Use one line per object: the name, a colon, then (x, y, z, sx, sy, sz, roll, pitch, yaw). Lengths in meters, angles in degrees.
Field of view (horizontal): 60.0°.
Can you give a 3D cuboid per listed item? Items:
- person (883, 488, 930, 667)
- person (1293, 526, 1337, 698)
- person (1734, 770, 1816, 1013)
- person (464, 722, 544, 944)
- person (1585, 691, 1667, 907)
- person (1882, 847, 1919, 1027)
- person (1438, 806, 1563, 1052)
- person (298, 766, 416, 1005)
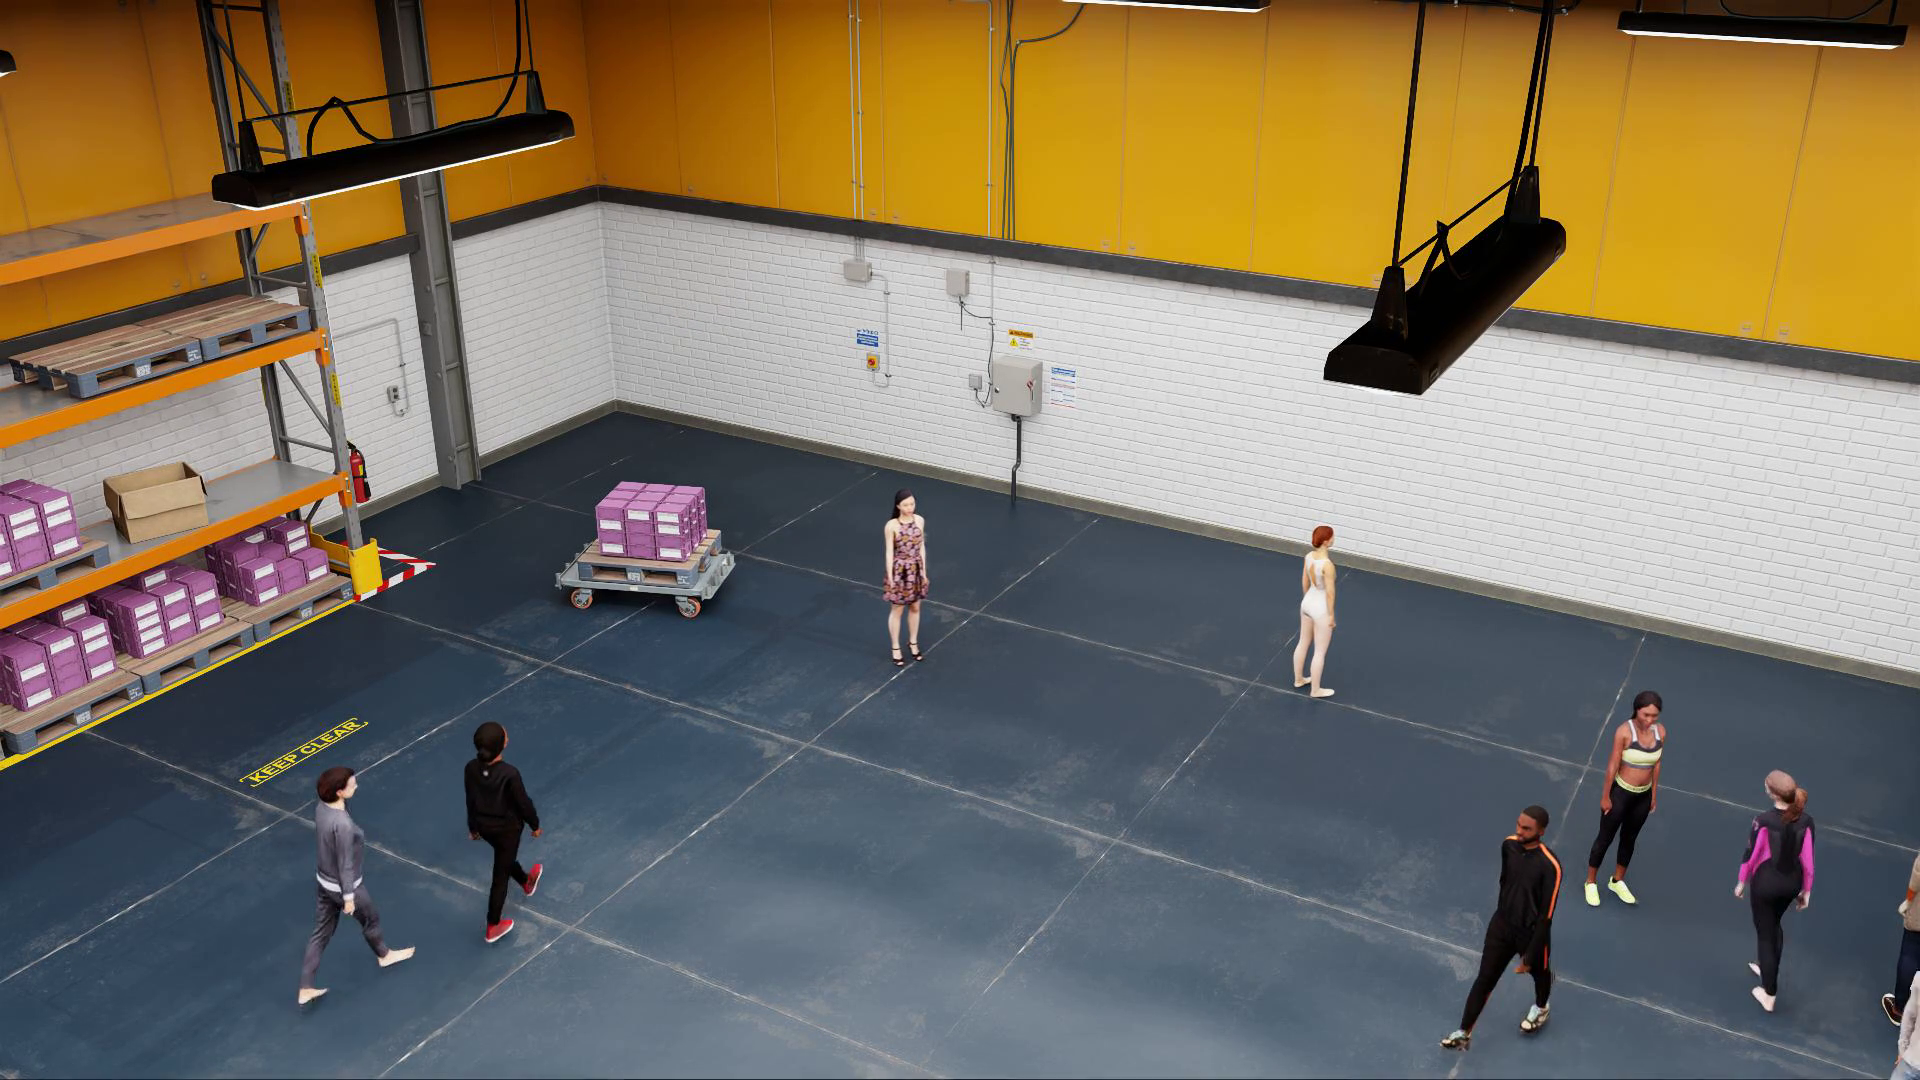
person: (-0.506, 0.344, 15.540, 0.752, 1.775, 0.843, -15, 28, -31)
person: (3.225, 0.631, 15.045, 0.646, 1.643, 0.622, -11, 26, -23)
person: (5.439, 2.345, 11.033, 0.754, 1.717, 0.816, 4, 24, 9)
person: (-3.288, 2.085, 11.721, 0.740, 1.643, 1.065, 8, 25, 18)
person: (4.860, 1.856, 12.105, 0.646, 1.754, 0.677, -2, 24, -6)
person: (6.424, 2.348, 10.798, 0.741, 1.900, 0.715, 8, 25, 18)
person: (3.678, 2.486, 10.672, 1.293, 1.748, 0.959, -17, 29, -34)
person: (-4.197, 2.323, 11.075, 0.833, 1.724, 1.149, 18, 29, 35)
